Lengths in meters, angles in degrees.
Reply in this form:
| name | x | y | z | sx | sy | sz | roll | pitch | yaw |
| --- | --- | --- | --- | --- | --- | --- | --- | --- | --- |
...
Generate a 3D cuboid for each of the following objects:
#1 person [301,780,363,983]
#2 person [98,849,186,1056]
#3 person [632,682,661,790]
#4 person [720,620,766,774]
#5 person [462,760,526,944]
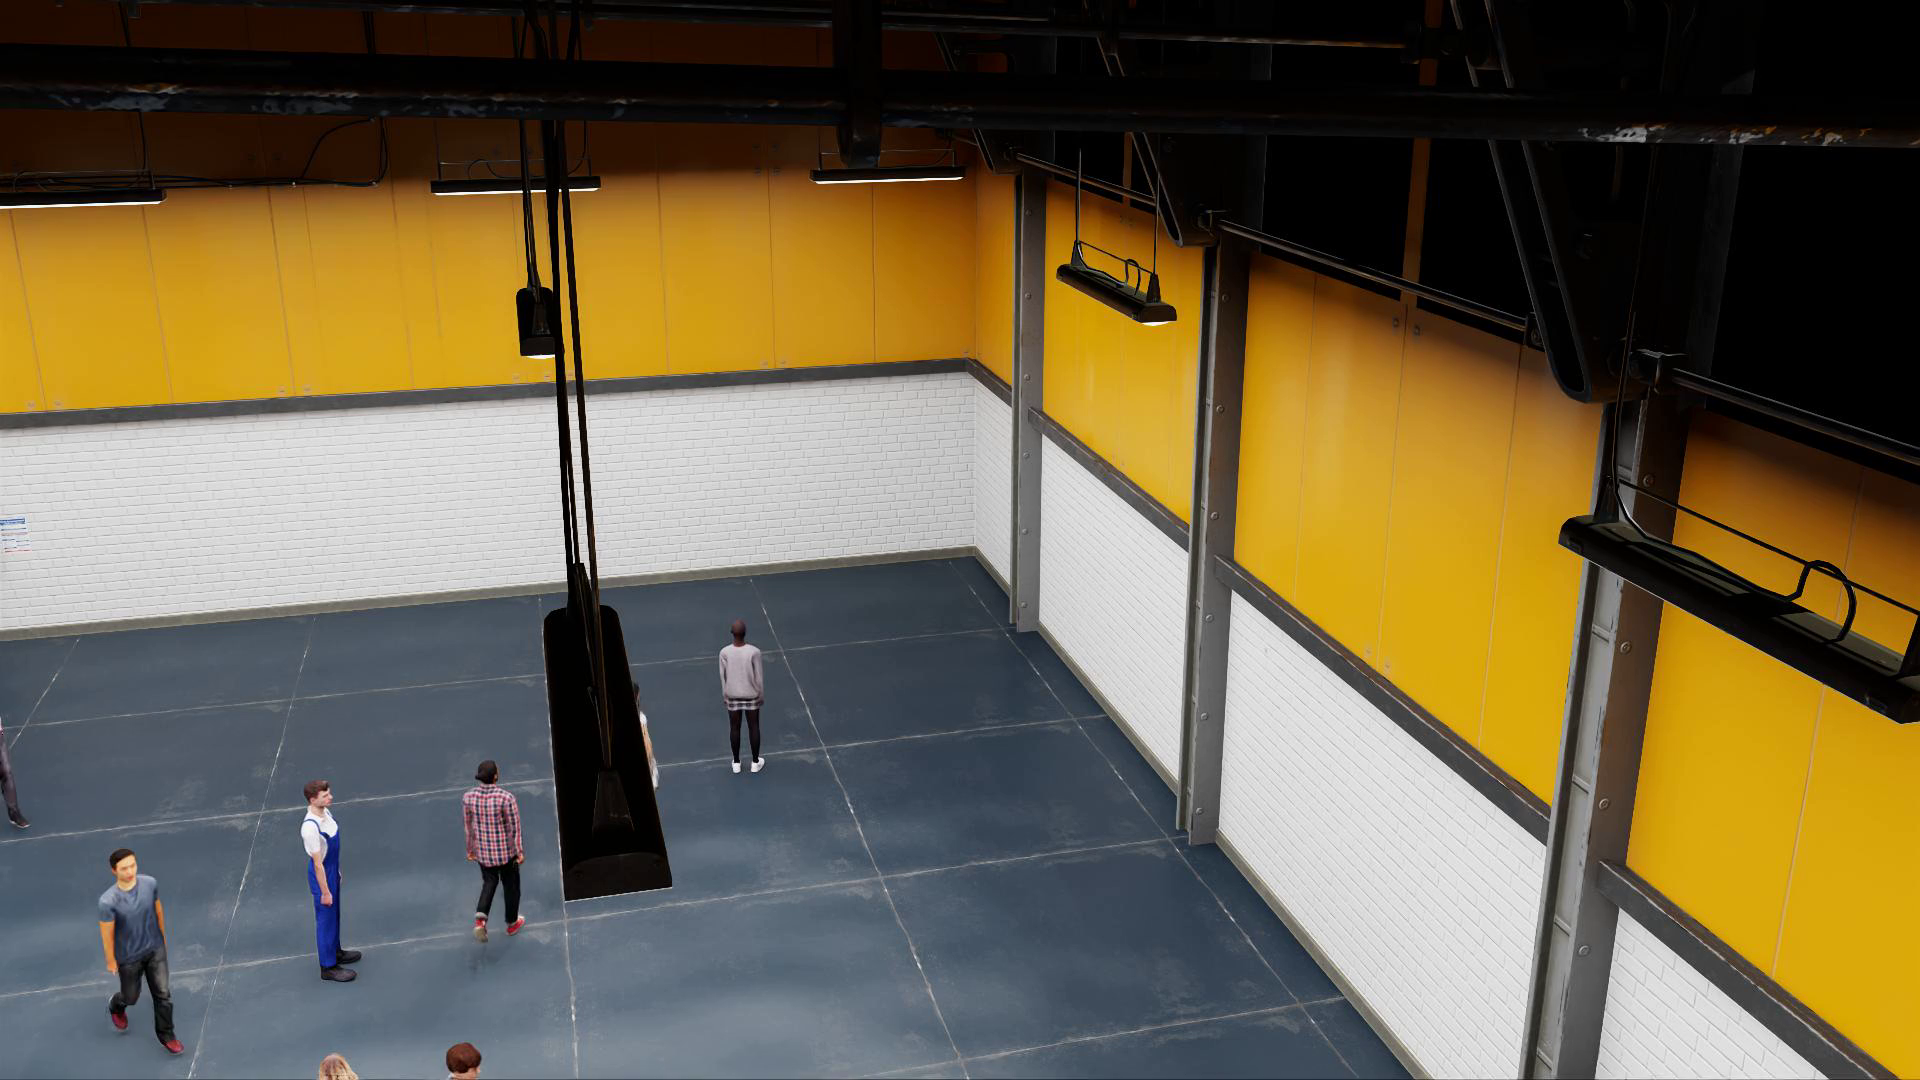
| name | x | y | z | sx | sy | sz | roll | pitch | yaw |
| --- | --- | --- | --- | --- | --- | --- | --- | --- | --- |
| person | -5.501 | 2.912 | 14.416 | 0.712 | 1.850 | 0.535 | -3 | 19 | -8 |
| person | -6.672 | 3.285 | 13.409 | 1.156 | 1.787 | 1.051 | 13 | 22 | 33 |
| person | -3.275 | 2.270 | 16.478 | 0.984 | 1.751 | 1.068 | 9 | 21 | 25 |
| person | -2.372 | 1.698 | 18.145 | 0.667 | 1.772 | 0.626 | 0 | 19 | 0 |
| person | -4.183 | 2.808 | 14.888 | 0.896 | 1.745 | 1.003 | 3 | 19 | 10 |
